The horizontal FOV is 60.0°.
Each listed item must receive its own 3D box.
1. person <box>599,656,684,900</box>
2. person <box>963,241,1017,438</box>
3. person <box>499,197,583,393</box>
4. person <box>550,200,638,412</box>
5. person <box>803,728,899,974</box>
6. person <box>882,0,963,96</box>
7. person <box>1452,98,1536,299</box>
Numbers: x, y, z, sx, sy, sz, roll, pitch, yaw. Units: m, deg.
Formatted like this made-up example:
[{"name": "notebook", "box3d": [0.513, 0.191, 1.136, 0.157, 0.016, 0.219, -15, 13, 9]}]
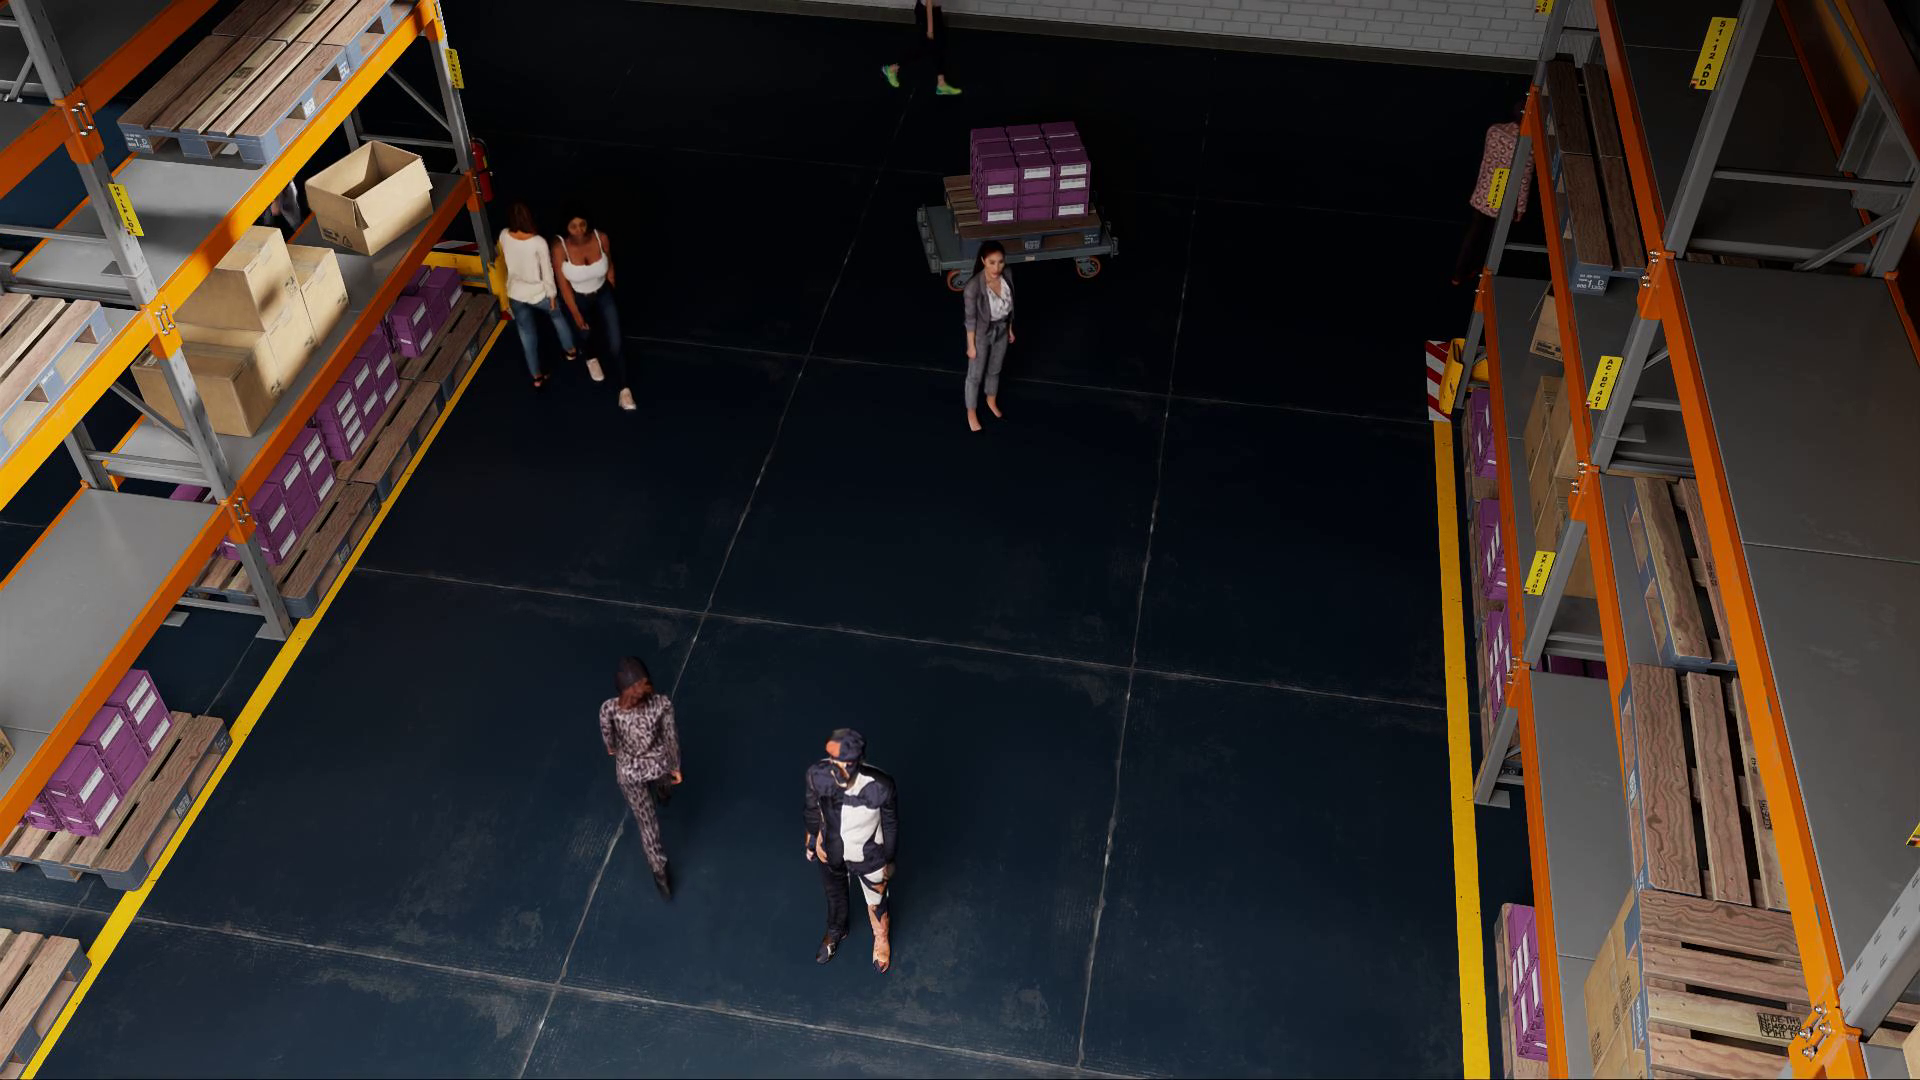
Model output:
[{"name": "person", "box3d": [-1.793, 1.380, 9.533, 0.919, 1.666, 1.215, -11, 45, -11]}, {"name": "person", "box3d": [0.212, -1.550, 12.601, 0.699, 1.677, 0.773, -30, 51, -28]}, {"name": "person", "box3d": [-3.365, -1.868, 12.946, 0.649, 1.662, 0.851, 9, 44, 10]}, {"name": "person", "box3d": [-2.920, -1.899, 12.905, 1.011, 1.764, 1.207, -16, 46, -16]}, {"name": "person", "box3d": [-0.584, 1.675, 9.059, 0.672, 1.893, 0.572, 8, 44, 9]}, {"name": "person", "box3d": [-0.388, -5.163, 16.391, 0.681, 1.680, 0.966, 4, 44, 4]}, {"name": "person", "box3d": [4.476, -2.850, 13.874, 0.816, 1.803, 0.763, -28, 50, -26]}]
